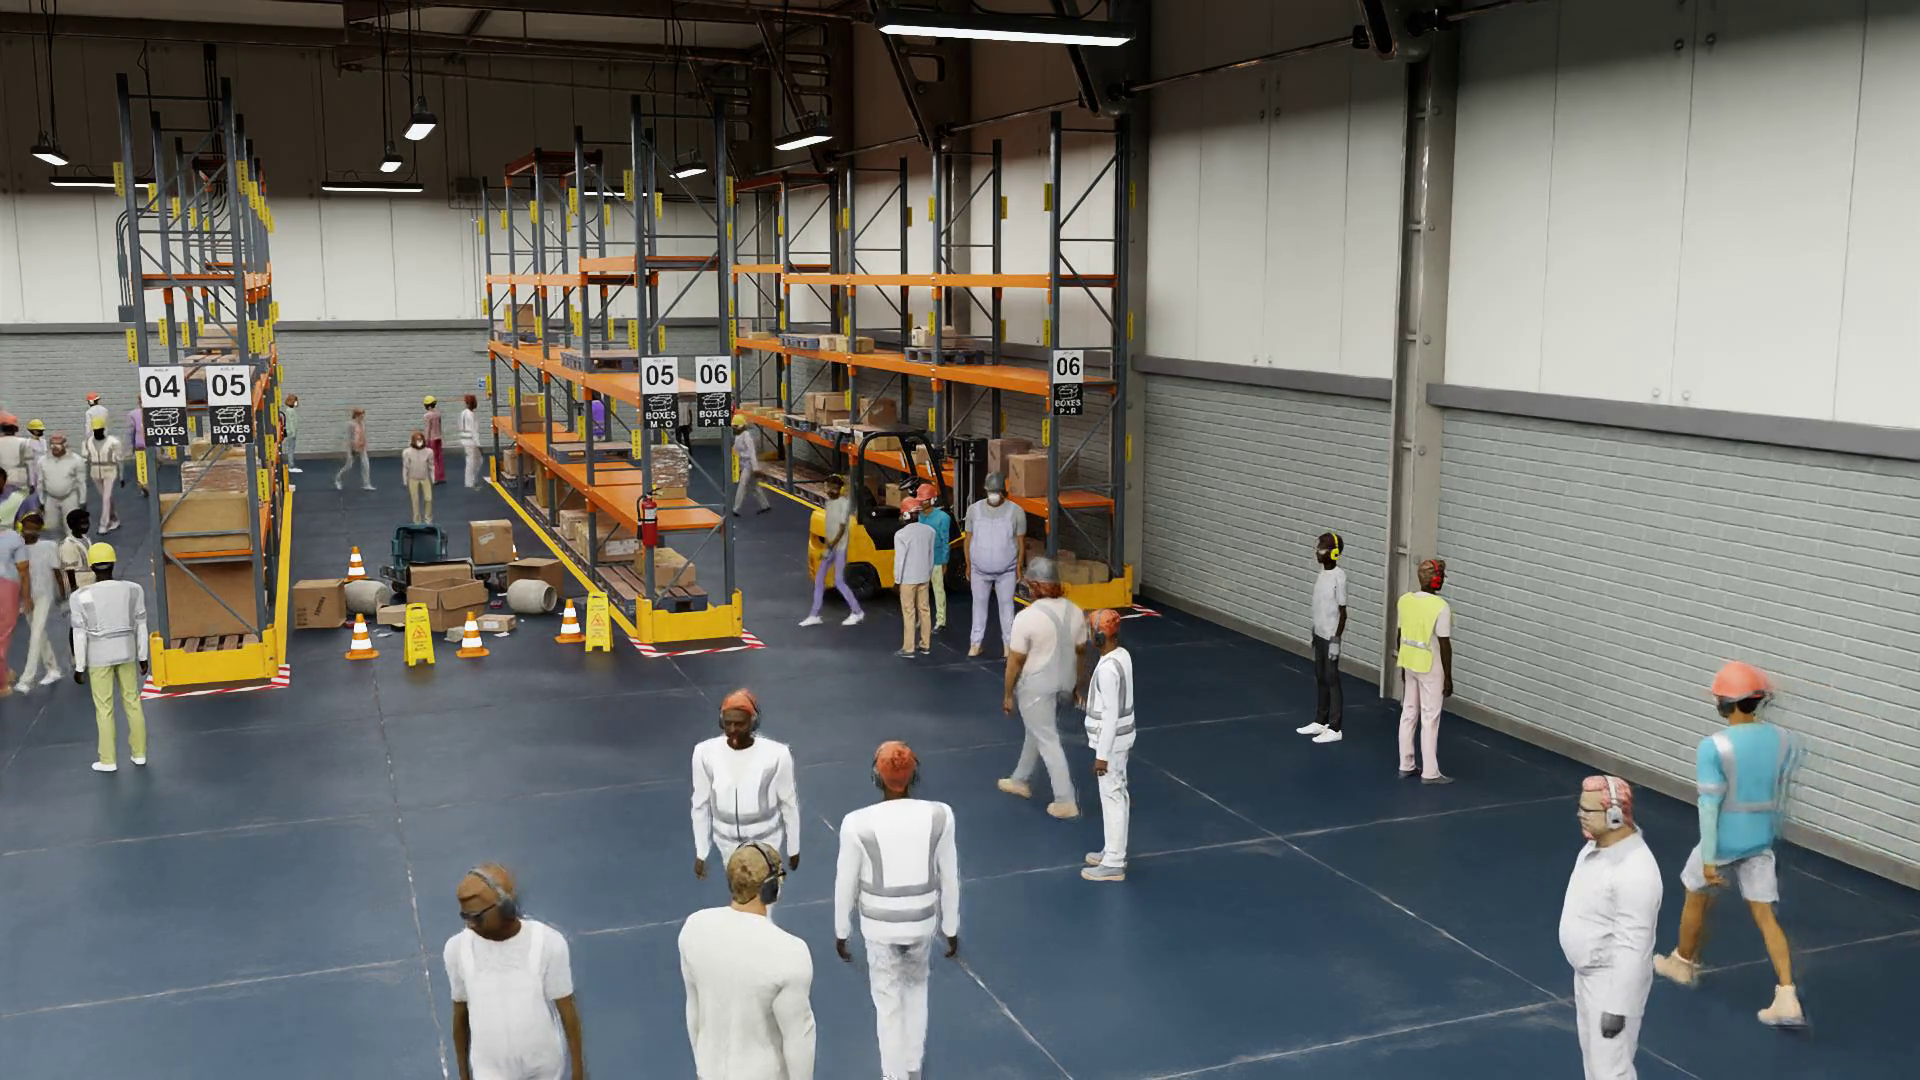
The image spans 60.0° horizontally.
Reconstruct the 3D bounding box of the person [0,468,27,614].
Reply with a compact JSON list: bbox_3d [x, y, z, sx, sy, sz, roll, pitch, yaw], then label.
[{"bbox_3d":[-11.466,0.041,19.938,0.597,1.877,1.012,0,9,2],"label":"person"}]

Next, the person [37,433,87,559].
[{"bbox_3d":[-12.835,-0.588,23.798,0.667,1.891,0.485,-2,9,-11],"label":"person"}]

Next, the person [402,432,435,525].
[{"bbox_3d":[-8.751,-0.942,26.919,0.518,1.620,0.464,-4,10,-23],"label":"person"}]

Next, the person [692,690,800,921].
[{"bbox_3d":[-1.206,1.719,9.523,0.583,1.839,0.964,2,9,11],"label":"person"}]

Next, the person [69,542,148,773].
[{"bbox_3d":[-7.088,0.975,13.870,0.371,1.923,0.594,8,12,41],"label":"person"}]

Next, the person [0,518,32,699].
[{"bbox_3d":[-9.499,0.510,16.437,0.689,2.000,0.906,0,9,-3],"label":"person"}]

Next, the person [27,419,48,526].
[{"bbox_3d":[-15.231,-1.114,27.524,0.316,1.769,0.525,0,9,2],"label":"person"}]

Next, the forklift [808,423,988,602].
[{"bbox_3d":[-0.830,-0.399,21.676,2.313,2.155,1.214,-4,10,-21],"label":"forklift"}]

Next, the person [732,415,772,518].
[{"bbox_3d":[-3.643,-1.276,28.505,0.804,1.800,0.605,-4,10,-22],"label":"person"}]

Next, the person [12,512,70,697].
[{"bbox_3d":[-9.217,0.623,16.480,0.607,1.798,1.013,-1,9,-5],"label":"person"}]

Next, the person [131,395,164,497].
[{"bbox_3d":[-15.145,-1.796,31.023,0.728,2.017,0.465,2,9,13],"label":"person"}]

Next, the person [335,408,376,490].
[{"bbox_3d":[-11.711,-1.758,32.097,0.790,1.603,0.514,2,9,12],"label":"person"}]

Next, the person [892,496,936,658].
[{"bbox_3d":[-0.514,0.396,18.053,0.560,1.752,0.325,-9,13,-44],"label":"person"}]

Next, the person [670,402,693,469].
[{"bbox_3d":[-5.955,-2.437,35.521,0.513,1.871,0.329,-7,11,-36],"label":"person"}]

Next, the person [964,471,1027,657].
[{"bbox_3d":[0.368,0.261,18.003,0.684,2.000,0.538,1,9,7],"label":"person"}]

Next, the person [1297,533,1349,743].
[{"bbox_3d":[3.246,0.857,14.772,0.328,1.877,0.510,-2,9,-13],"label":"person"}]

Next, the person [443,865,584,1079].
[{"bbox_3d":[-1.820,2.161,6.877,0.553,1.787,0.968,-1,9,-8],"label":"person"}]

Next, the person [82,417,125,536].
[{"bbox_3d":[-13.777,-1.042,26.739,0.607,1.882,1.004,-1,9,-6],"label":"person"}]

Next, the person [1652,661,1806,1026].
[{"bbox_3d":[4.371,1.671,9.306,0.611,1.999,1.053,-2,9,-11],"label":"person"}]

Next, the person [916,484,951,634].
[{"bbox_3d":[-0.371,0.212,19.257,0.558,1.744,0.346,5,10,30],"label":"person"}]

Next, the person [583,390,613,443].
[{"bbox_3d":[-7.377,-2.155,33.858,0.619,1.839,0.430,-5,10,-28],"label":"person"}]

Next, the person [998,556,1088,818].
[{"bbox_3d":[0.630,1.081,12.844,0.688,2.000,1.002,-9,12,-43],"label":"person"}]

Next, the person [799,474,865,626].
[{"bbox_3d":[-1.491,0.116,19.596,0.699,1.825,0.490,-7,11,-37],"label":"person"}]

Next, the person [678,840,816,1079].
[{"bbox_3d":[-0.836,2.133,6.595,0.623,1.932,0.372,5,10,30],"label":"person"}]

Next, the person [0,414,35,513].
[{"bbox_3d":[-14.519,-0.915,25.501,0.599,2.008,0.701,-5,10,-27],"label":"person"}]

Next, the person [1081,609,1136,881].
[{"bbox_3d":[1.016,1.392,11.383,0.362,1.883,0.575,2,9,15],"label":"person"}]

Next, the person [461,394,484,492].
[{"bbox_3d":[-9.295,-1.846,31.800,0.480,1.870,0.599,-3,9,-17],"label":"person"}]

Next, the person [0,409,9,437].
[{"bbox_3d":[-18.057,-1.747,31.146,0.430,1.895,0.672,2,9,13],"label":"person"}]

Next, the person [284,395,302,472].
[{"bbox_3d":[-14.052,-2.240,35.021,0.283,1.633,0.498,-4,10,-21],"label":"person"}]

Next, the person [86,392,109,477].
[{"bbox_3d":[-17.765,-2.166,34.216,0.349,1.743,0.563,2,9,14],"label":"person"}]

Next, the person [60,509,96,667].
[{"bbox_3d":[-9.303,0.504,17.593,0.323,1.686,0.538,-1,9,-7],"label":"person"}]

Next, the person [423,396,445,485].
[{"bbox_3d":[-10.452,-1.973,32.928,0.328,1.767,0.531,3,9,16],"label":"person"}]

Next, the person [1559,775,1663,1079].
[{"bbox_3d":[2.919,1.993,7.558,0.398,1.899,0.649,1,9,5],"label":"person"}]

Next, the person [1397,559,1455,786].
[{"bbox_3d":[3.769,1.070,13.519,0.388,1.848,0.564,-5,10,-28],"label":"person"}]

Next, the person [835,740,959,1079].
[{"bbox_3d":[-0.334,1.895,8.255,0.607,1.868,0.623,-3,9,-16],"label":"person"}]
